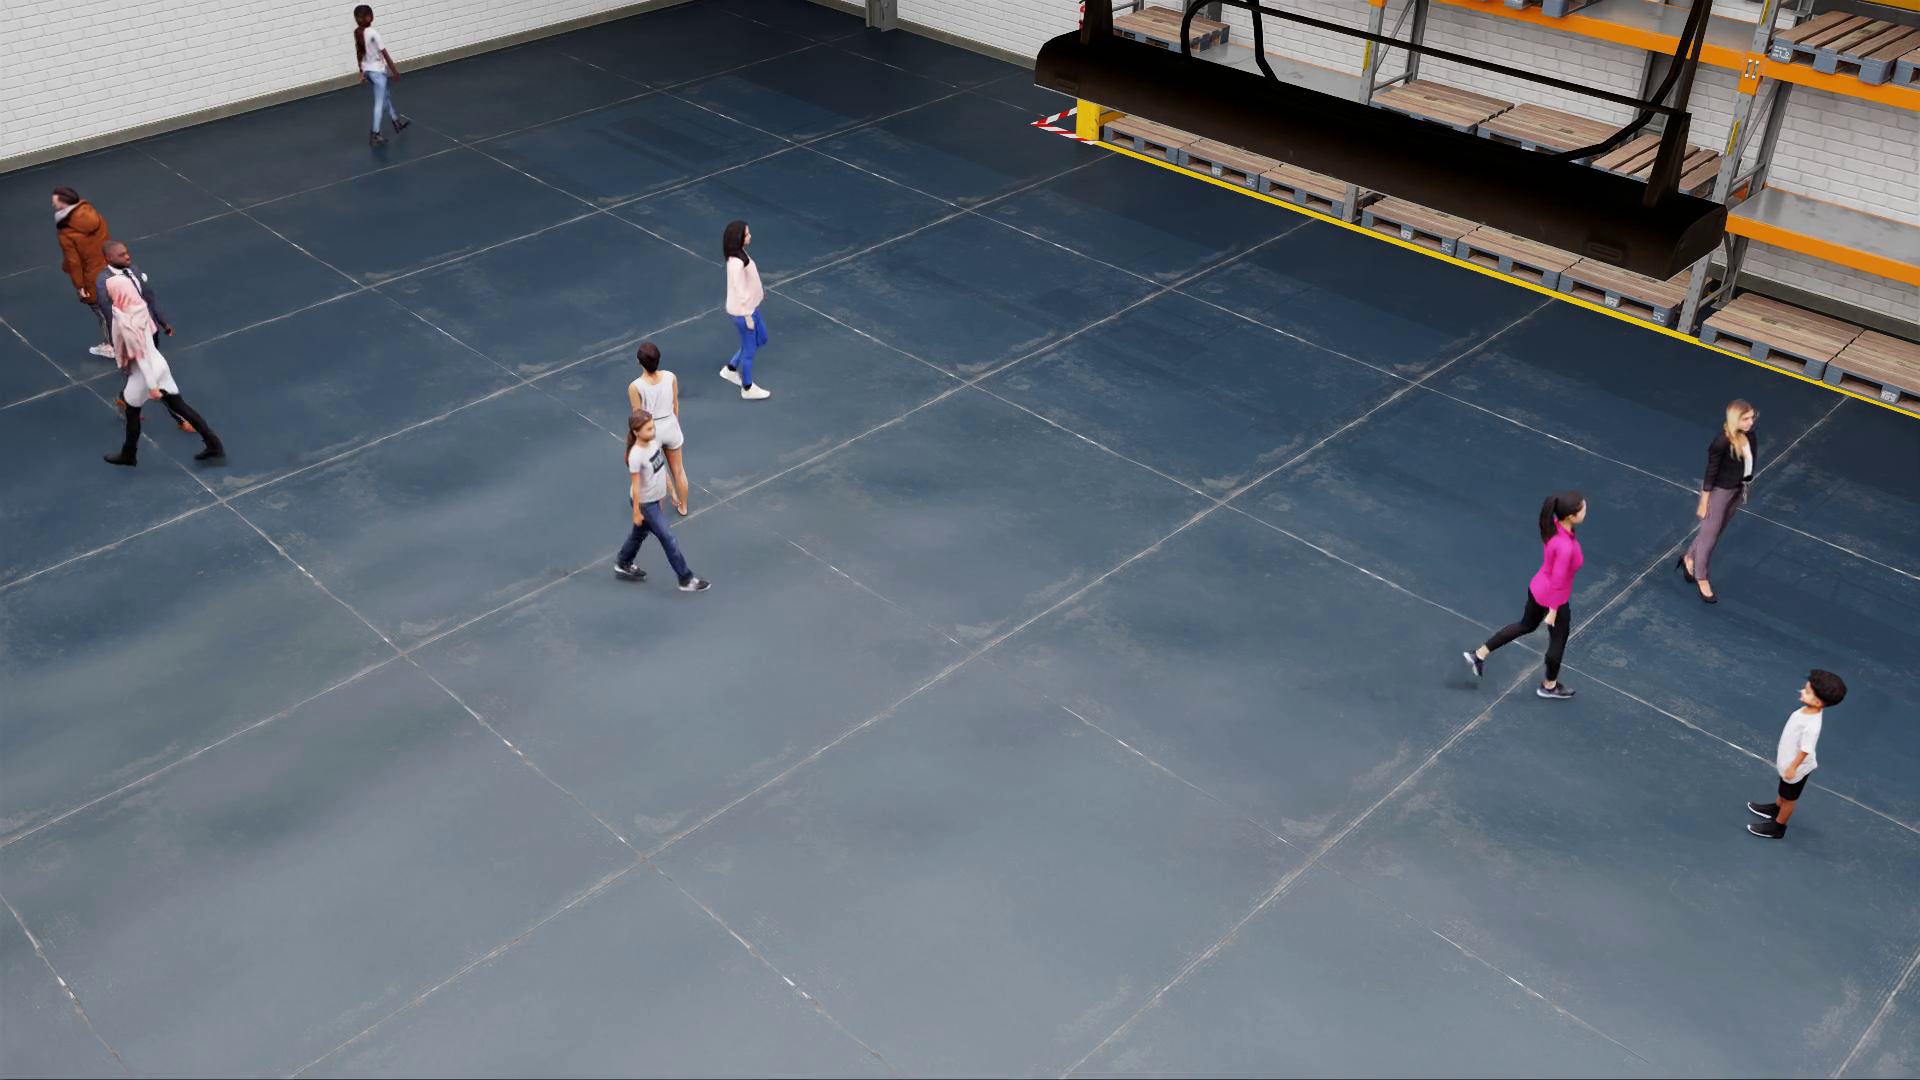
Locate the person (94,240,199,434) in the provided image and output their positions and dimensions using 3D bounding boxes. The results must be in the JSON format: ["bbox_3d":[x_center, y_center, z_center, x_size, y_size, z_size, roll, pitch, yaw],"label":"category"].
[{"bbox_3d":[-7.296,-1.803,14.644,1.257,1.801,1.118,5,34,7],"label":"person"}]

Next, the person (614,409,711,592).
[{"bbox_3d":[-2.429,-0.303,12.640,1.110,1.520,0.894,9,35,13],"label":"person"}]

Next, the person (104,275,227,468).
[{"bbox_3d":[-6.747,-1.379,14.059,1.207,1.742,1.204,-2,34,-4],"label":"person"}]

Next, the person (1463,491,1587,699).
[{"bbox_3d":[3.971,0.378,11.475,1.067,1.676,1.003,1,34,1],"label":"person"}]

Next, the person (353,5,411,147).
[{"bbox_3d":[-7.323,-5.742,20.668,0.949,1.693,0.769,22,39,29],"label":"person"}]

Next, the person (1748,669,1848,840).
[{"bbox_3d":[5.255,1.331,10.414,0.589,1.262,0.557,14,36,20],"label":"person"}]

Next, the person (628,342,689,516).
[{"bbox_3d":[-2.431,-0.869,13.416,0.611,1.604,0.618,-19,38,-27],"label":"person"}]

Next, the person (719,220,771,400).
[{"bbox_3d":[-2.037,-2.062,15.073,0.884,1.756,0.825,0,34,0],"label":"person"}]

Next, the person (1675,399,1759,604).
[{"bbox_3d":[5.711,-0.323,12.541,0.676,1.664,0.733,-23,40,-31],"label":"person"}]
